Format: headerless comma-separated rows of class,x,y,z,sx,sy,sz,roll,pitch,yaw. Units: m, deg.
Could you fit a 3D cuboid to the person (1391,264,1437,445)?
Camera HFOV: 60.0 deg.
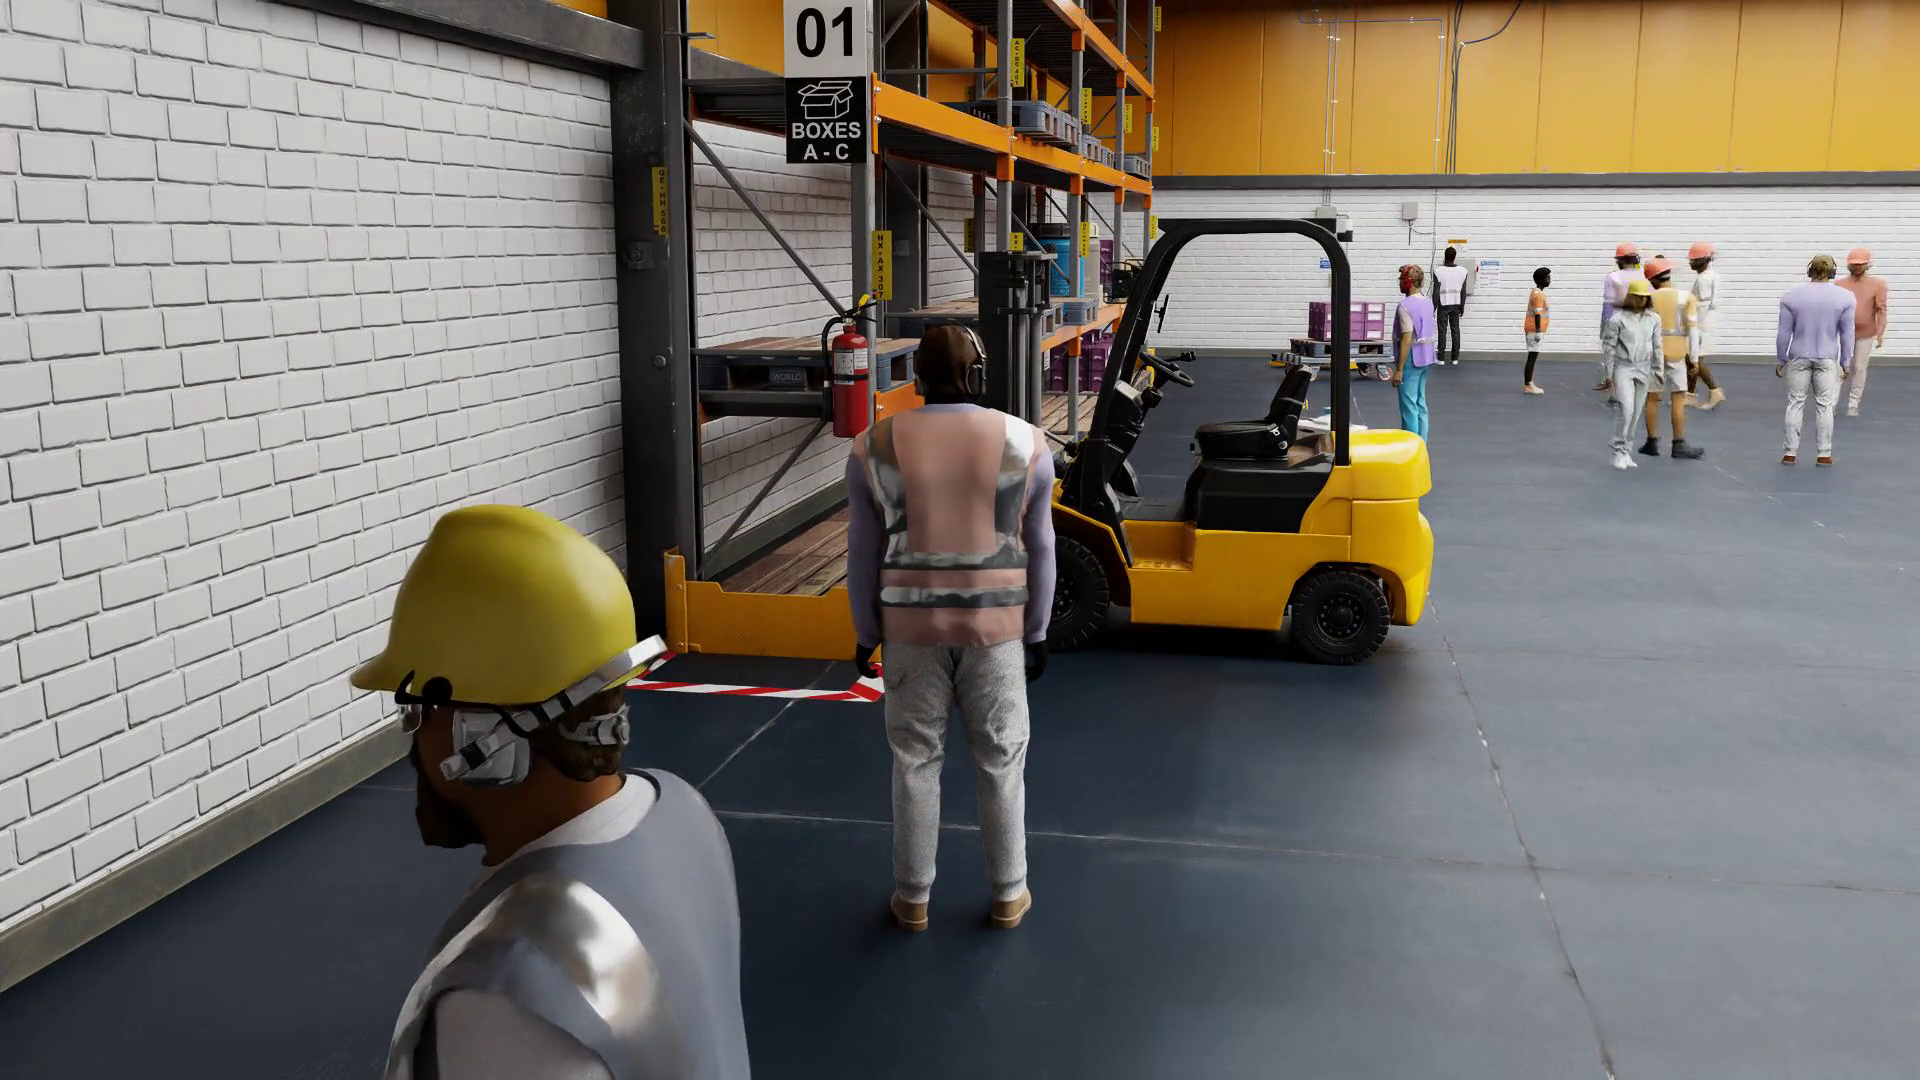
person,4.090,-1.559,15.028,0.389,1.845,0.564,8,13,38

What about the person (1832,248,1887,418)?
person,10.324,-2.375,19.209,0.618,1.956,0.874,7,12,33

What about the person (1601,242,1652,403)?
person,8.179,-2.635,20.449,0.609,2.024,0.541,0,10,1

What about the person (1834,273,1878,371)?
person,11.761,-2.860,21.917,0.551,1.933,0.376,7,12,33

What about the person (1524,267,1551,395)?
person,7.672,-2.775,22.123,0.319,1.694,0.538,3,11,17

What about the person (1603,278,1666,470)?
person,6.110,-1.492,15.014,0.493,1.725,0.587,-2,10,-10

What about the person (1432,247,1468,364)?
person,8.032,-3.843,27.348,0.589,1.920,0.392,-2,10,-9

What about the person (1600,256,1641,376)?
person,9.526,-3.167,23.881,0.781,1.846,0.528,-5,11,-24

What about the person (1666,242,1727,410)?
person,9.003,-2.571,20.121,0.733,2.018,0.643,5,11,24

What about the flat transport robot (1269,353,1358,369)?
flat transport robot,5.719,-2.870,26.535,1.431,0.197,0.652,9,14,42

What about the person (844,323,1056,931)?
person,-0.026,0.274,5.009,0.624,1.838,0.430,0,10,0

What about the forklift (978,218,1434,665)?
forklift,1.285,-0.567,8.635,2.313,2.155,1.214,2,11,11

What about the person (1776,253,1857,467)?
person,7.782,-1.631,15.166,0.634,1.938,0.355,6,12,29

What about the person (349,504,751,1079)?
person,-0.416,0.869,1.757,0.404,1.829,0.600,0,10,3

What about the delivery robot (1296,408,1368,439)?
delivery robot,3.332,-0.947,14.955,0.477,0.478,0.707,-5,11,-26

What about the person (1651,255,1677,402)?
person,8.841,-2.683,21.153,0.572,1.861,0.402,2,10,9

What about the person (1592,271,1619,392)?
person,8.853,-2.823,22.541,0.281,1.633,0.500,-3,11,-16

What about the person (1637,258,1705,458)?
person,6.794,-1.732,15.872,0.734,1.885,0.454,7,12,32
